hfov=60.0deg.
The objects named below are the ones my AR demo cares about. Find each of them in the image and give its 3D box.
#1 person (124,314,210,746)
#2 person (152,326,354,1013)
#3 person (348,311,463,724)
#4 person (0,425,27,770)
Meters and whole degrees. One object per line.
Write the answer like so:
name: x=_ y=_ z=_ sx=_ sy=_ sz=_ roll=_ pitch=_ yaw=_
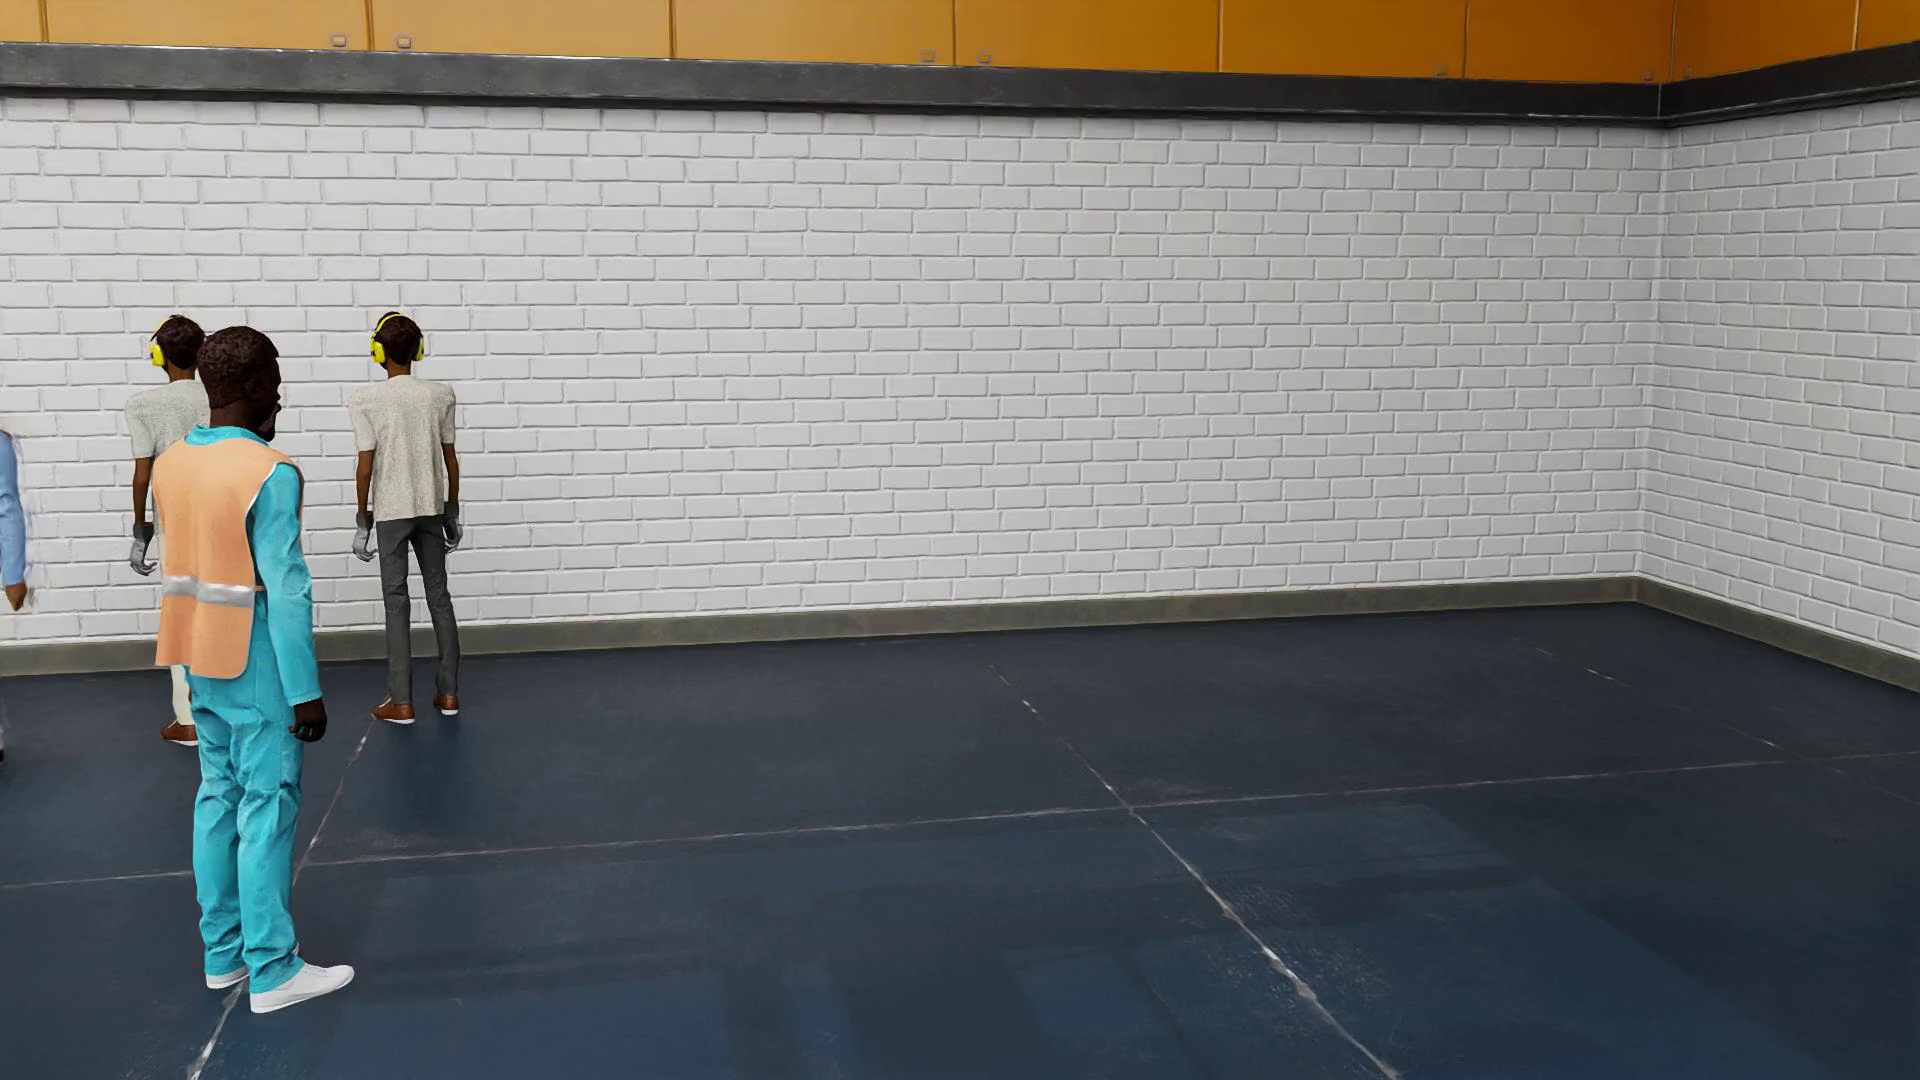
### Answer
person: x=-3.346 y=-0.042 z=7.252 sx=0.538 sy=1.869 sz=0.313 roll=-8 pitch=12 yaw=-41
person: x=-2.012 y=0.364 z=4.664 sx=0.587 sy=1.911 sz=0.397 roll=7 pitch=11 yaw=35
person: x=-2.524 y=-0.101 z=7.597 sx=0.512 sy=1.877 sz=0.328 roll=-8 pitch=12 yaw=-41
person: x=-4.018 y=0.117 z=6.482 sx=0.603 sy=1.800 sz=0.682 roll=2 pitch=10 yaw=14
